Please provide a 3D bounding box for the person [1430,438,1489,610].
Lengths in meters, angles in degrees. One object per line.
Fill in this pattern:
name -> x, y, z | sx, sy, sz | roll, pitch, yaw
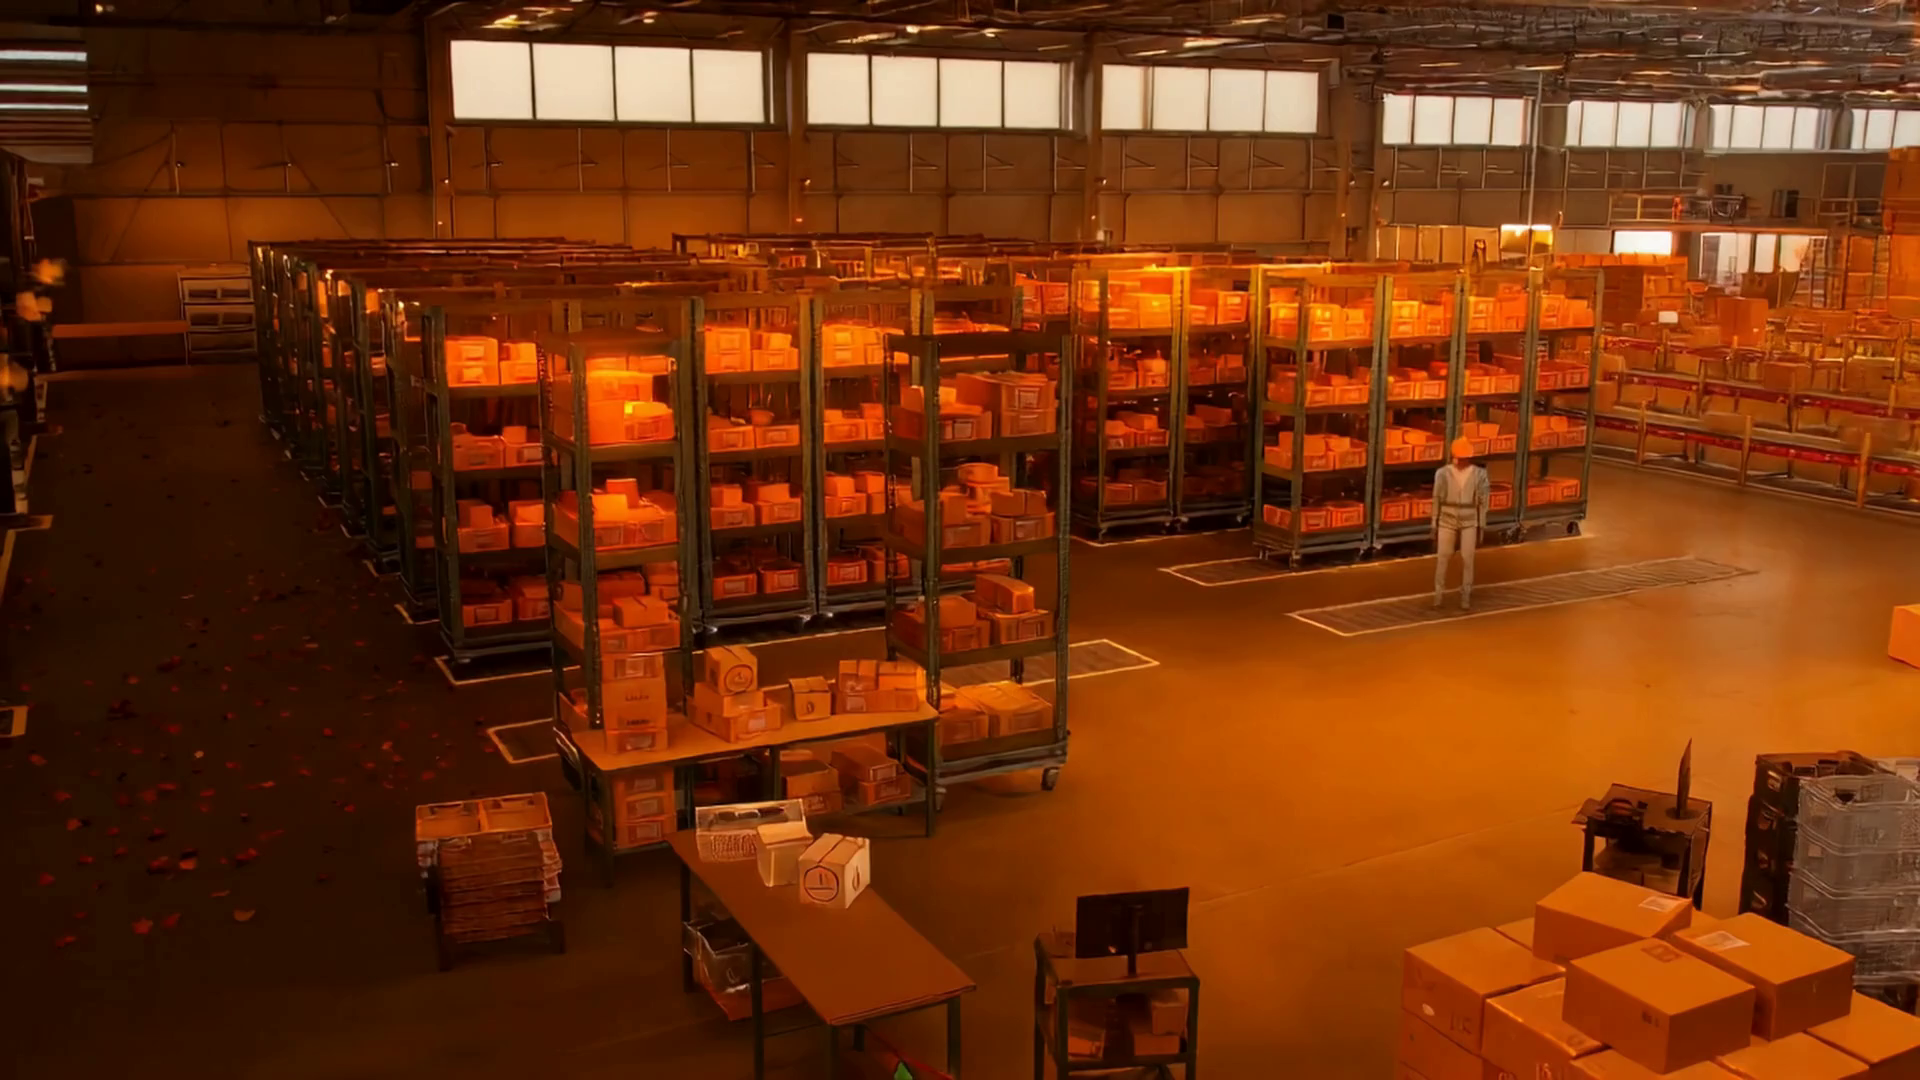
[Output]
person -> 5.561, -0.184, 18.572 | 0.603, 1.946, 0.389 | 3, 12, 14

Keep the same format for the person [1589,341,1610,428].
person -> 12.163, -2.913, 31.760 | 0.524, 1.769, 0.309 | -8, 14, -33

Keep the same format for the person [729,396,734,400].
person -> -3.674, -2.068, 27.688 | 0.618, 1.810, 0.556 | -9, 15, -35
